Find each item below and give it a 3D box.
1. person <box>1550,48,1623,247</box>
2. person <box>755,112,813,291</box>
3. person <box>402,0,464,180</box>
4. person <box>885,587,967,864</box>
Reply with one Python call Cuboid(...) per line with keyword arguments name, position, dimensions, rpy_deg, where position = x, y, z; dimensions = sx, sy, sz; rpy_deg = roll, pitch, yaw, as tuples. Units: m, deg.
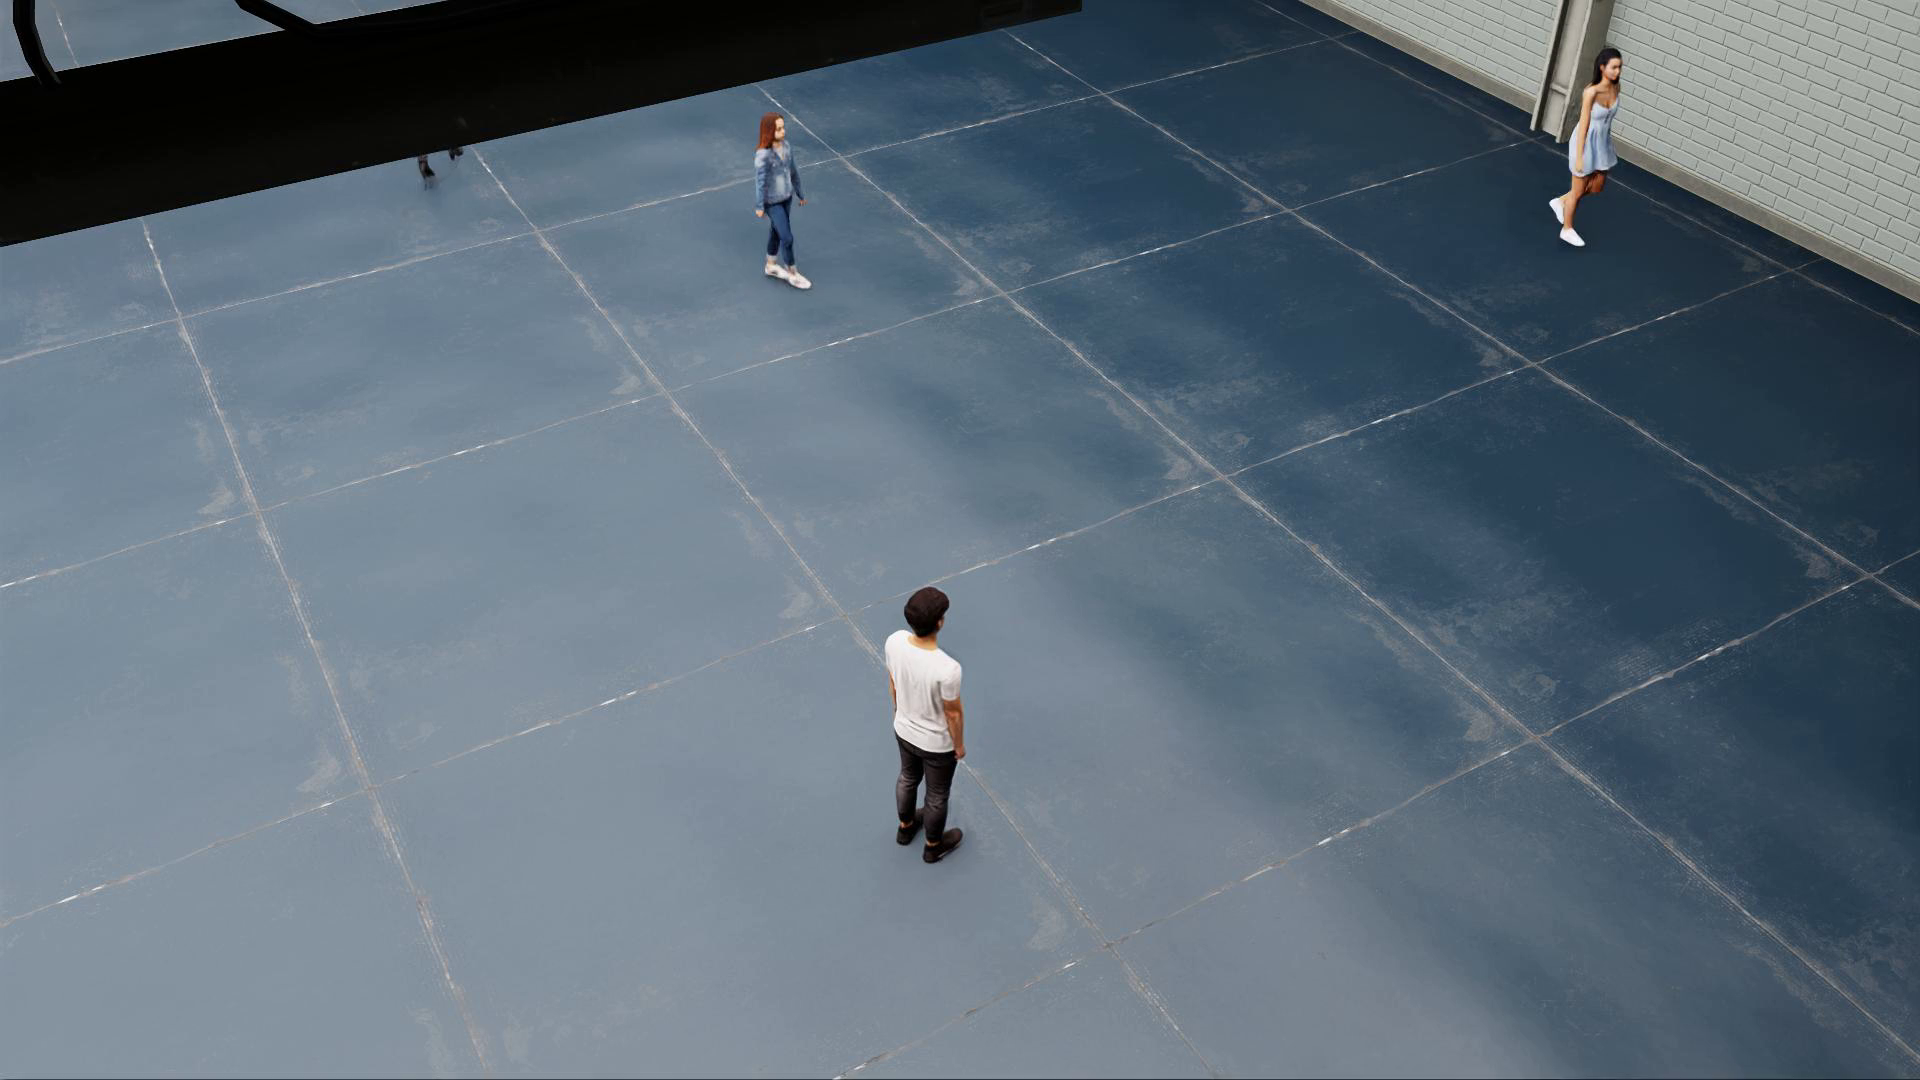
Cuboid(name="person", position=(5.250, -3.334, 14.049), dimensions=(0.572, 1.720, 0.715), rpy_deg=(-20, 42, -23))
Cuboid(name="person", position=(-1.547, -2.792, 13.564), dimensions=(0.868, 1.464, 0.777), rpy_deg=(20, 42, 24))
Cuboid(name="person", position=(-4.863, -4.025, 15.068), dimensions=(0.951, 1.552, 1.067), rpy_deg=(5, 38, 6))
Cuboid(name="person", position=(-0.180, 0.957, 8.567), dimensions=(0.567, 1.717, 0.738), rpy_deg=(29, 46, 32))
